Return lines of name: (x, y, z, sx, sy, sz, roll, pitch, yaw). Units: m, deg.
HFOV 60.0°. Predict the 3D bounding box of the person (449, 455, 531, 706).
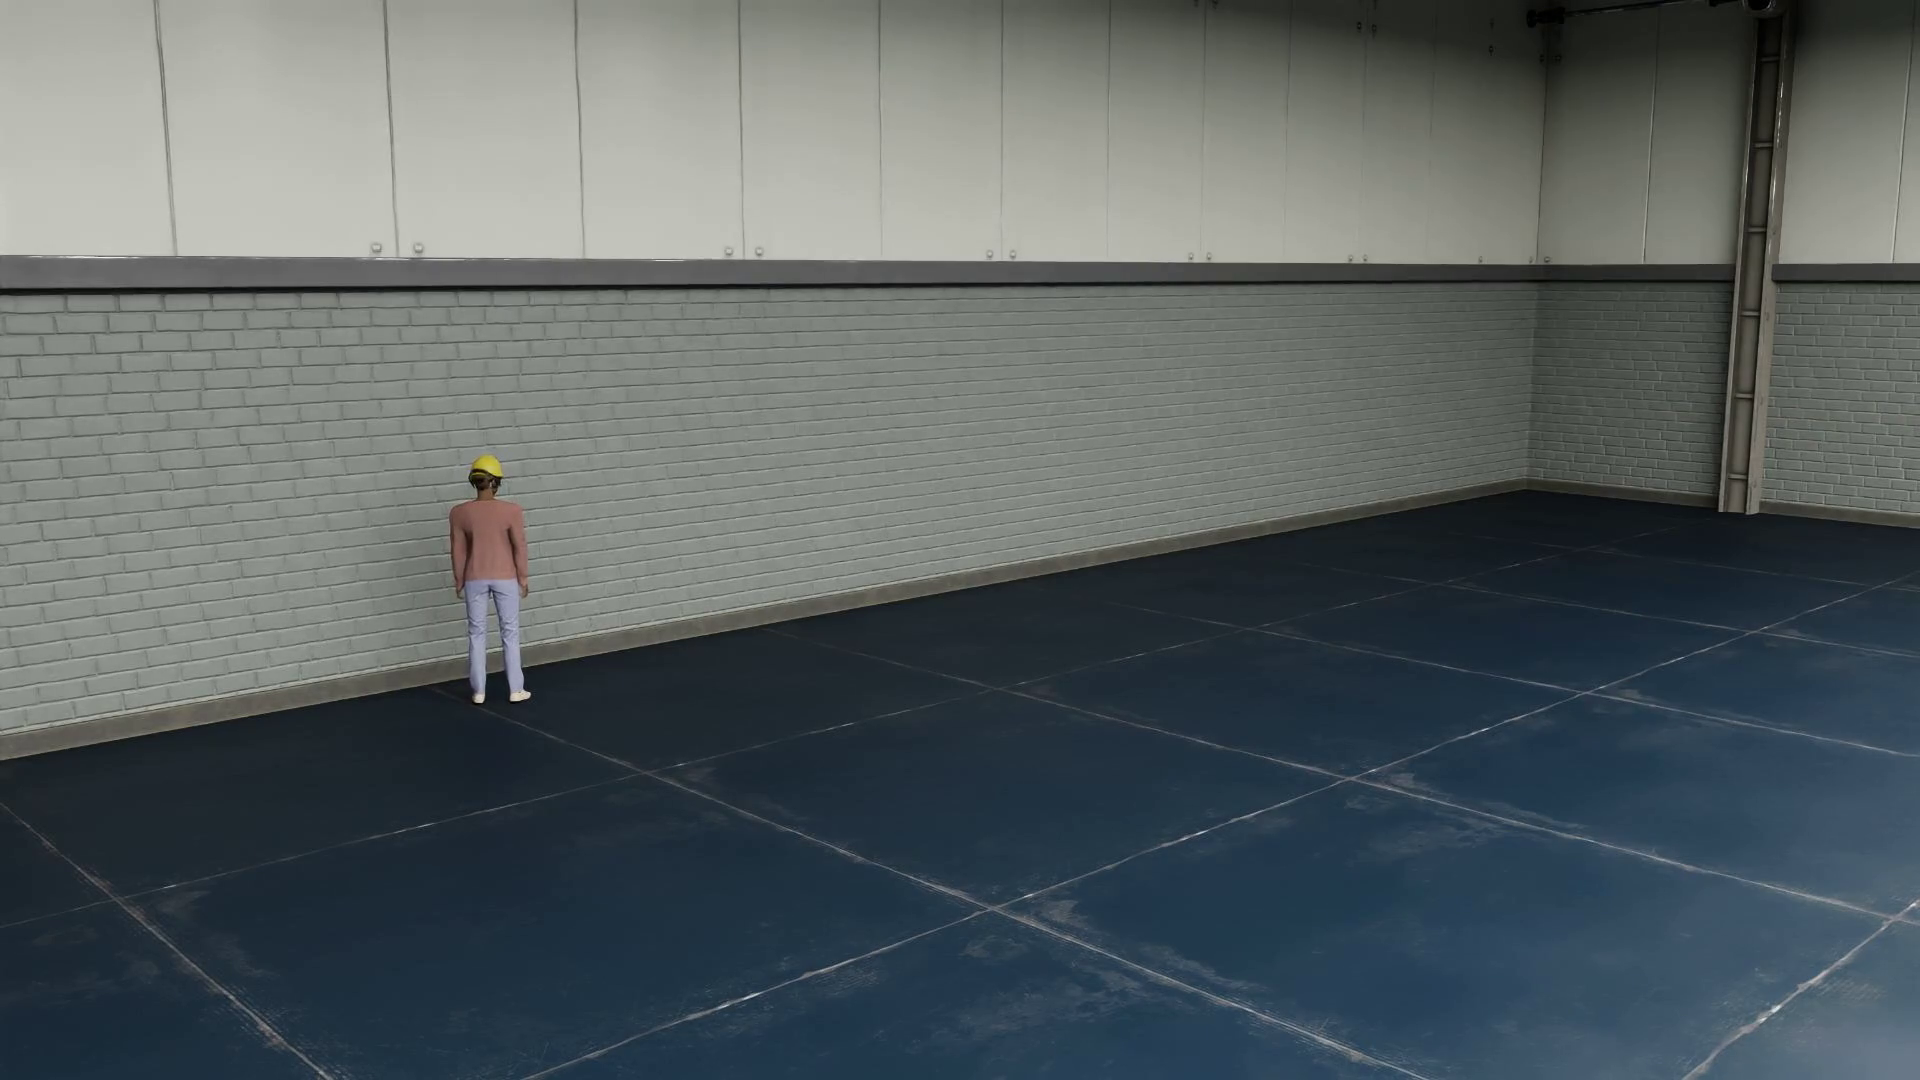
person: (-3.287, 0.287, 11.666, 0.523, 1.760, 0.327, -1, 9, -5)
